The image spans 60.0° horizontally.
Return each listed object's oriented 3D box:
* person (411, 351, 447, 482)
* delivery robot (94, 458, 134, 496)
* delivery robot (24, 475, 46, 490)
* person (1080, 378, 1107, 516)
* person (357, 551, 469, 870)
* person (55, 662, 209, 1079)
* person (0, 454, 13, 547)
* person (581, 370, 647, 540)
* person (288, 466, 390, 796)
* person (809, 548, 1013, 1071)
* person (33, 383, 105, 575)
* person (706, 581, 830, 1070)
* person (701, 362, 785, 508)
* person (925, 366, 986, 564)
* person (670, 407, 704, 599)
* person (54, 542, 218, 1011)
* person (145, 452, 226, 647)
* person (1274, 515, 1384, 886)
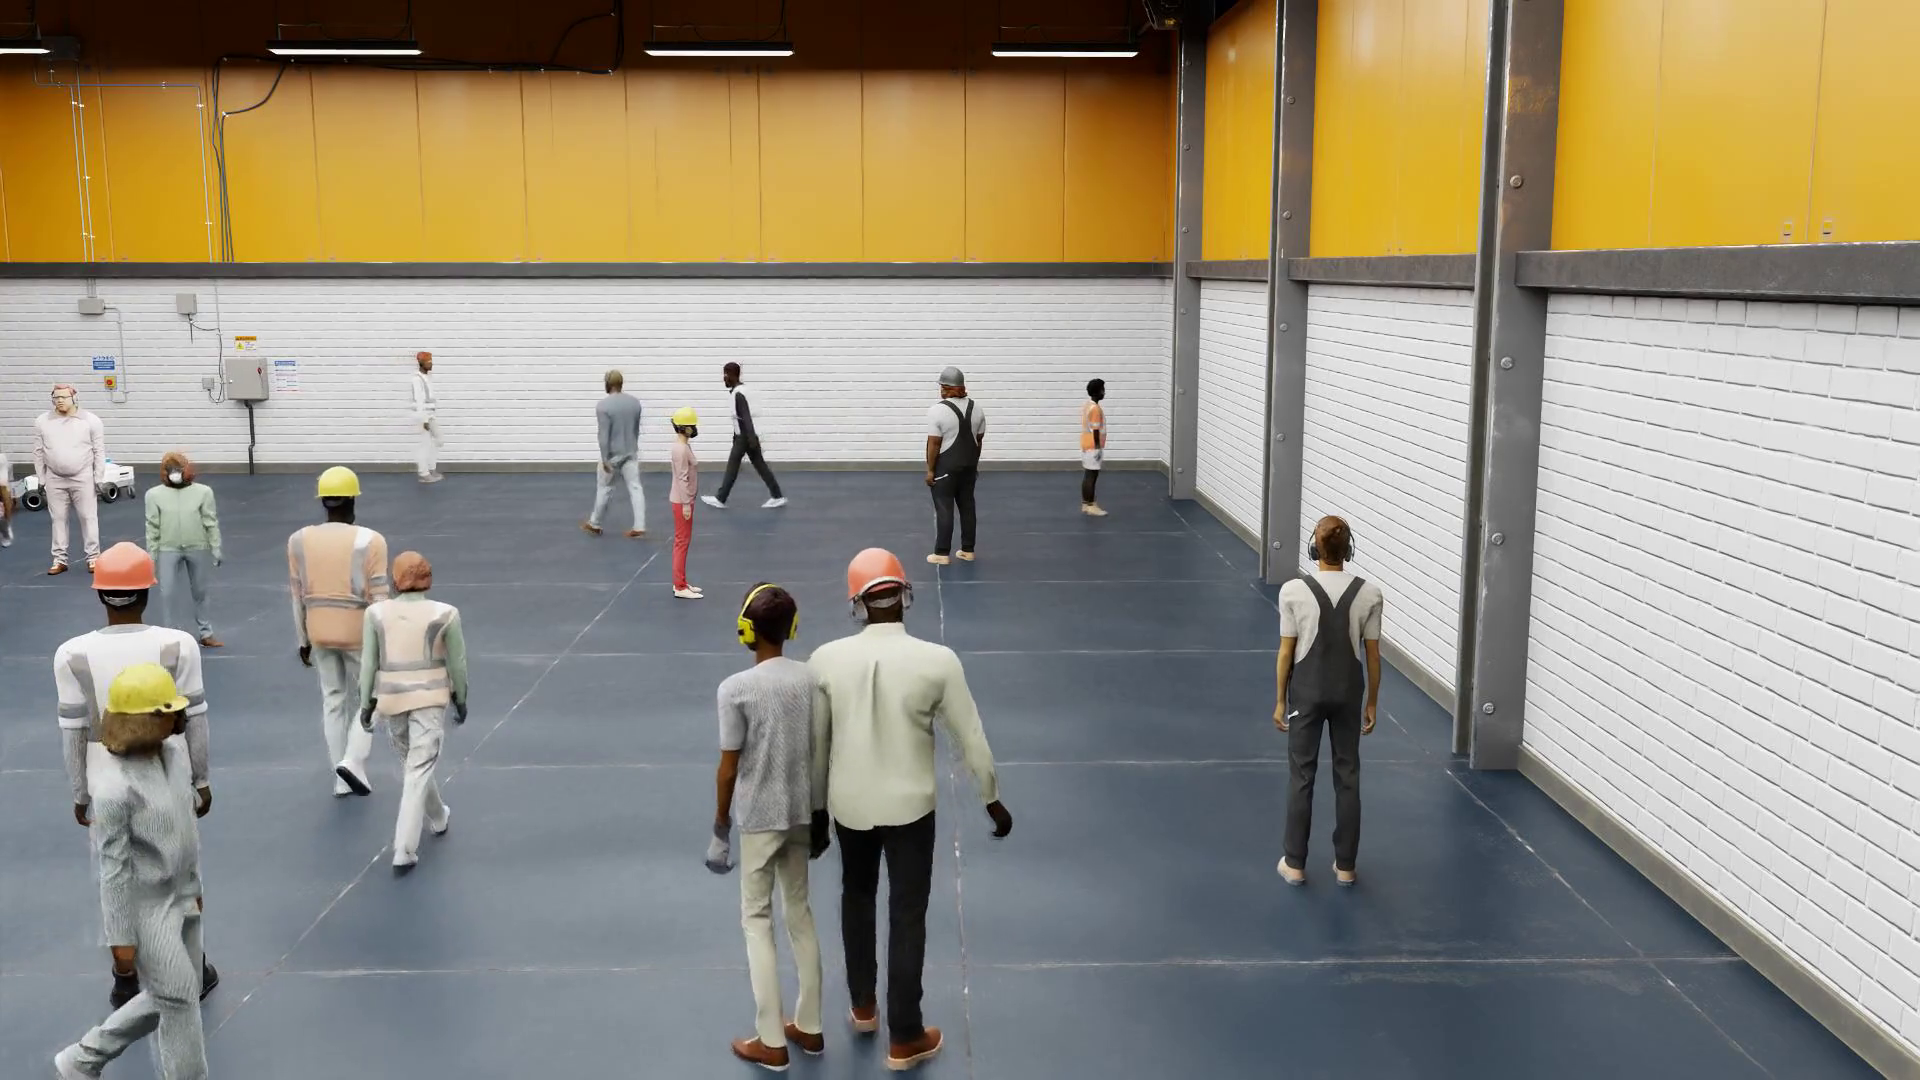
[{"bbox_3d":[-7.534,-1.742,23.615,0.472,1.872,0.621,0,9,0],"label":"person"},{"bbox_3d":[-11.172,-0.830,21.773,0.477,0.478,0.707,2,9,11],"label":"delivery robot"},{"bbox_3d":[-11.411,-0.712,21.049,0.707,0.478,0.477,-2,10,-15],"label":"delivery robot"},{"bbox_3d":[1.650,-1.143,20.482,0.317,1.695,0.540,-1,9,-6],"label":"person"},{"bbox_3d":[-2.817,0.850,8.583,0.523,1.585,0.858,1,9,4],"label":"person"},{"bbox_3d":[-2.821,1.252,5.718,0.662,1.719,0.492,0,9,0],"label":"person"},{"bbox_3d":[-8.254,-0.138,13.953,0.535,1.830,0.964,-8,12,-42],"label":"person"},{"bbox_3d":[-3.888,-0.959,18.715,0.988,1.896,0.629,8,12,42],"label":"person"},{"bbox_3d":[-3.530,0.541,9.492,0.586,1.915,0.498,0,9,3],"label":"person"},{"bbox_3d":[-0.208,1.011,6.456,0.745,1.971,0.664,3,10,15],"label":"person"},{"bbox_3d":[-8.855,-0.606,16.548,0.636,1.910,0.406,-3,10,-15],"label":"person"},{"bbox_3d":[-0.713,1.091,6.355,0.515,1.855,0.372,-9,13,-43],"label":"person"},{"bbox_3d":[-2.740,-1.315,21.085,1.072,1.856,0.620,0,9,-2],"label":"person"},{"bbox_3d":[-0.105,-0.777,17.186,0.686,2.000,0.538,-7,12,-37],"label":"person"},{"bbox_3d":[-2.525,-0.345,15.380,0.316,1.767,0.535,-2,9,-10],"label":"person"},{"bbox_3d":[-3.348,0.970,6.793,0.542,1.938,0.357,-4,10,-21],"label":"person"},{"bbox_3d":[-6.124,0.104,13.127,0.544,1.608,0.446,-4,10,-25],"label":"person"},{"bbox_3d":[1.805,0.795,8.183,0.508,1.841,0.336,0,9,2],"label":"person"}]
